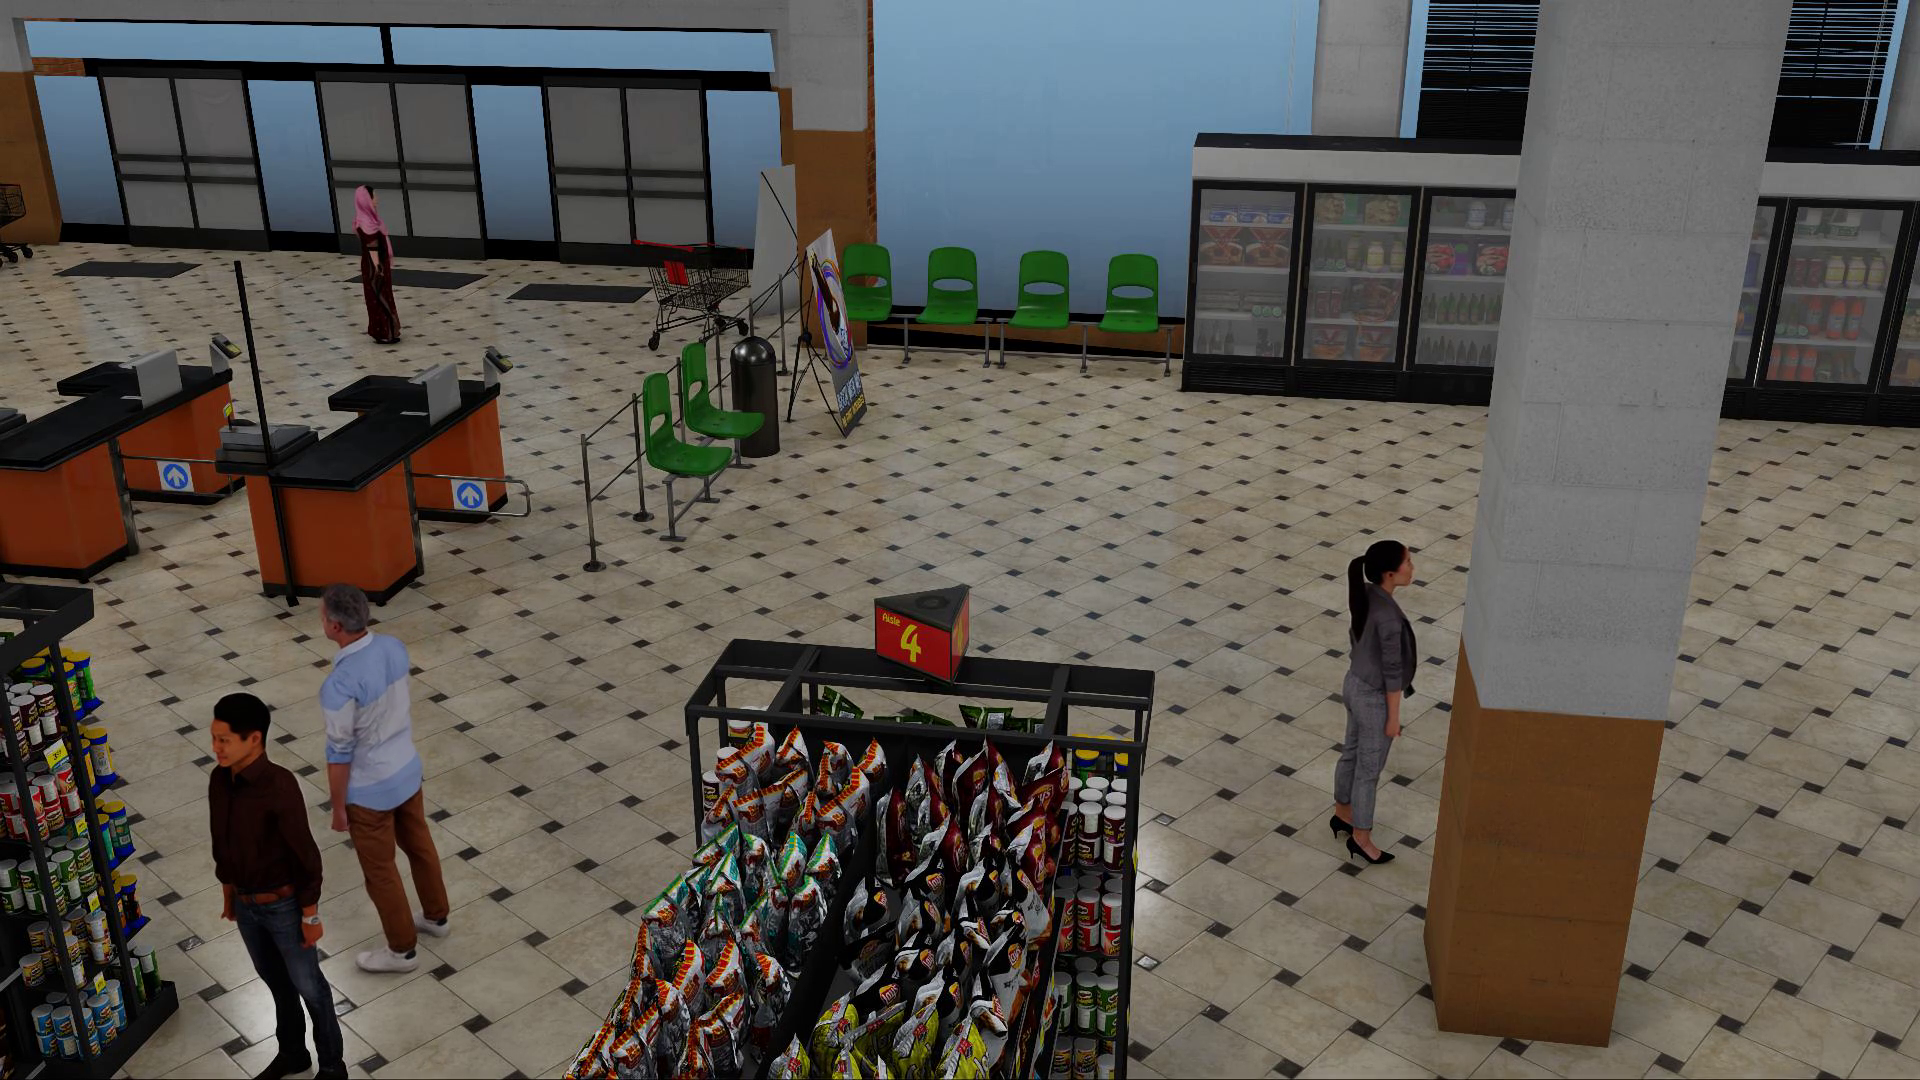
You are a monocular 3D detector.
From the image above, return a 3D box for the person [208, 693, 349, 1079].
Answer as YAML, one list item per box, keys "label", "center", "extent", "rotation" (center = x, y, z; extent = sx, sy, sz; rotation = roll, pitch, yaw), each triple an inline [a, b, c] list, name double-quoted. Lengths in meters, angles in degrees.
- label: "person"
  center: [-2.665, 1.396, 6.478]
  extent: [0.710, 1.780, 0.625]
  rotation: [11, 24, 25]

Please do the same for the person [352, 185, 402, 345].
- label: "person"
  center: [-6.076, -2.864, 17.273]
  extent: [0.815, 1.637, 0.697]
  rotation: [-6, 23, -15]

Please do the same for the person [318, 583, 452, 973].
- label: "person"
  center: [-2.552, 1.038, 7.312]
  extent: [0.757, 1.823, 0.529]
  rotation: [6, 23, 15]

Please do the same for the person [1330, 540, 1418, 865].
- label: "person"
  center: [2.014, 0.780, 8.148]
  extent: [0.758, 1.678, 0.633]
  rotation: [-3, 22, -8]
